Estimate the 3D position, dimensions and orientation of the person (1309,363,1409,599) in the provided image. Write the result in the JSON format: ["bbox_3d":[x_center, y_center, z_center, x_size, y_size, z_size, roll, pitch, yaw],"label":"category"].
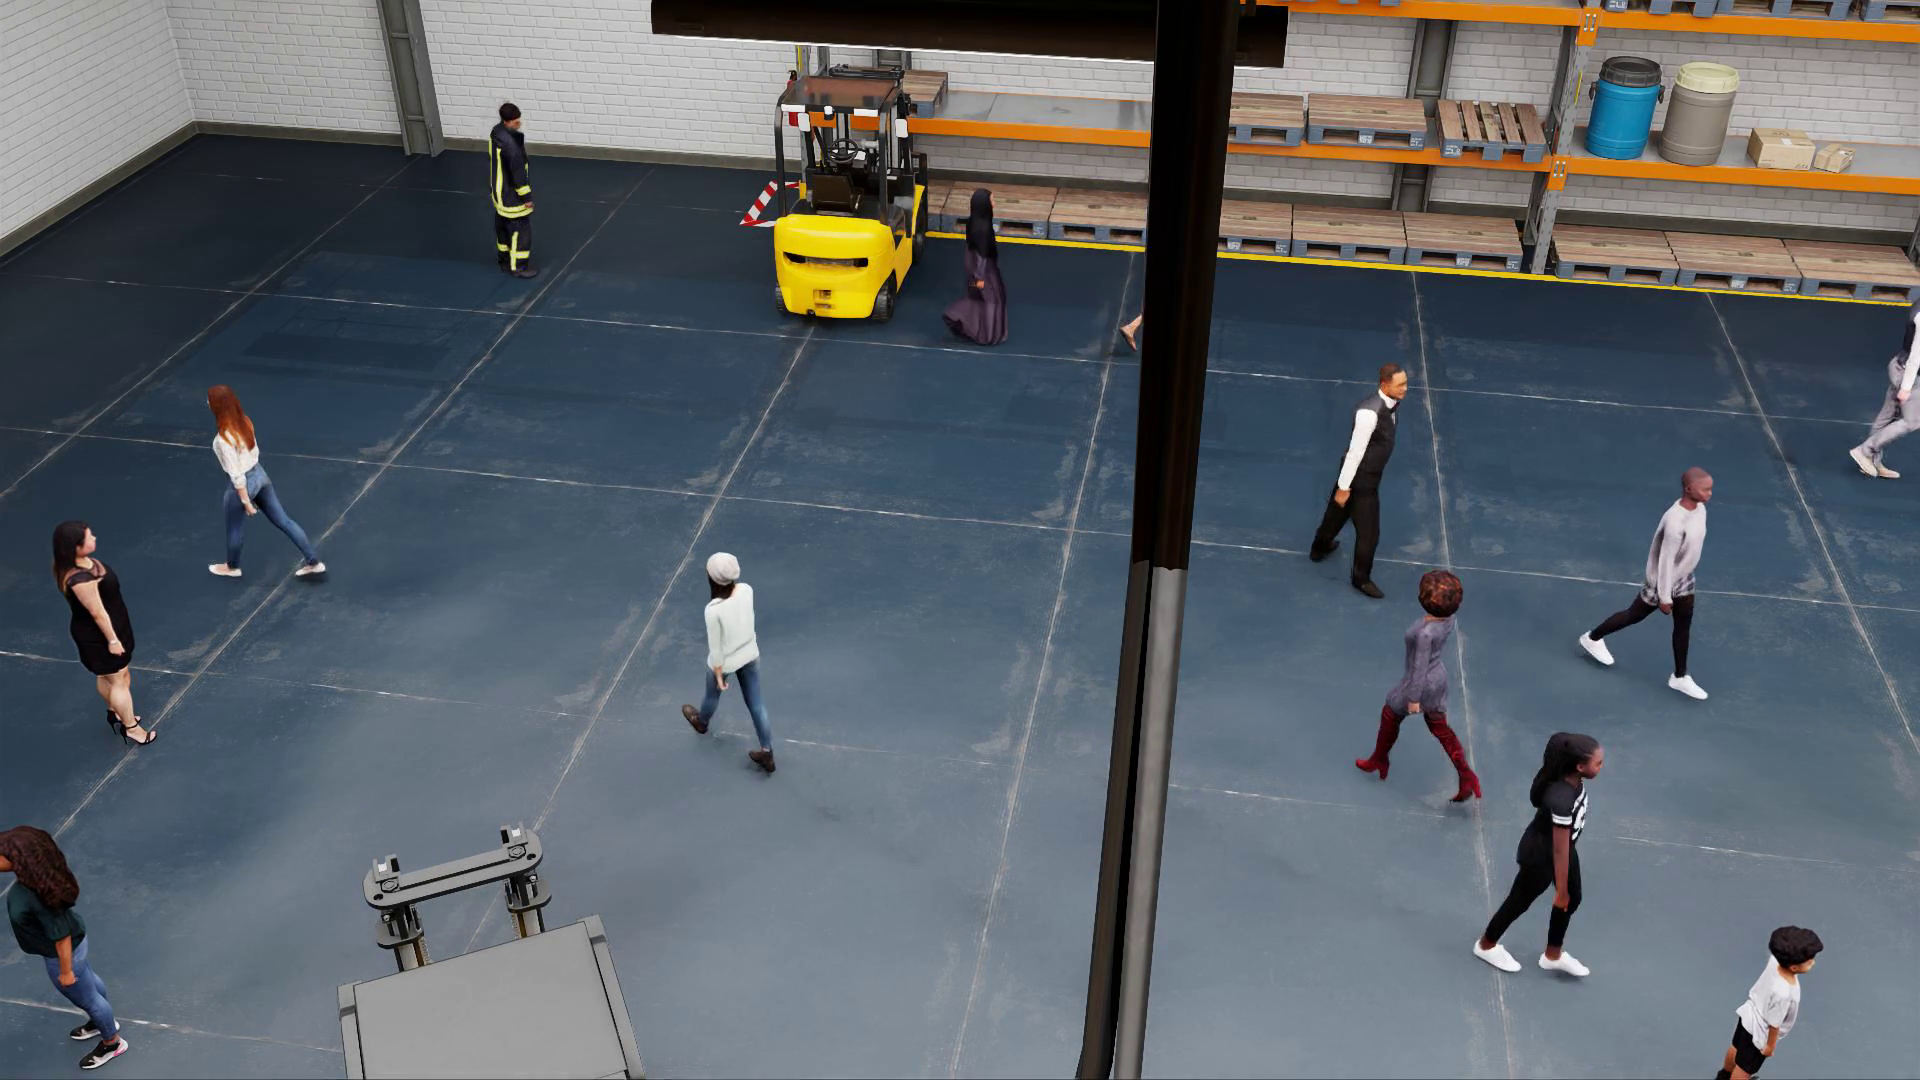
[{"bbox_3d":[2.998,-0.531,12.590,1.044,1.883,0.937,13,36,19],"label":"person"}]

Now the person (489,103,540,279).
[{"bbox_3d":[-4.738,-3.662,17.300,1.016,1.885,0.968,-29,43,-36],"label":"person"}]

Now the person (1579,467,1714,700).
[{"bbox_3d":[4.816,0.242,11.566,1.097,1.730,1.245,-27,42,-35],"label":"person"}]

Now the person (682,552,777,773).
[{"bbox_3d":[-1.410,0.815,10.824,1.156,1.596,0.983,29,43,36],"label":"person"}]

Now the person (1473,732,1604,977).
[{"bbox_3d":[3.196,1.753,9.311,0.966,1.709,0.817,20,38,27],"label":"person"}]

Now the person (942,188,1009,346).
[{"bbox_3d":[0.128,-2.616,15.982,0.966,1.601,0.788,-6,34,-9],"label":"person"}]

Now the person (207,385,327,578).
[{"bbox_3d":[-5.281,-0.394,12.564,1.134,1.684,0.594,6,34,9],"label":"person"}]

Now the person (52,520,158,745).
[{"bbox_3d":[-5.697,0.616,11.019,0.823,1.711,0.738,-27,42,-34],"label":"person"}]

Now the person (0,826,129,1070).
[{"bbox_3d":[-4.758,2.139,8.814,0.765,1.616,0.712,-18,38,-25],"label":"person"}]

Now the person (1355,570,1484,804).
[{"bbox_3d":[3.016,0.963,10.525,1.170,1.681,0.974,27,42,34],"label":"person"}]

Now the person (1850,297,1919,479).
[{"bbox_3d":[7.805,-1.393,13.847,0.743,1.927,0.745,14,36,19],"label":"person"}]

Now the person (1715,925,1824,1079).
[{"bbox_3d":[4.167,2.479,8.628,0.487,1.256,0.489,8,34,12],"label":"person"}]
